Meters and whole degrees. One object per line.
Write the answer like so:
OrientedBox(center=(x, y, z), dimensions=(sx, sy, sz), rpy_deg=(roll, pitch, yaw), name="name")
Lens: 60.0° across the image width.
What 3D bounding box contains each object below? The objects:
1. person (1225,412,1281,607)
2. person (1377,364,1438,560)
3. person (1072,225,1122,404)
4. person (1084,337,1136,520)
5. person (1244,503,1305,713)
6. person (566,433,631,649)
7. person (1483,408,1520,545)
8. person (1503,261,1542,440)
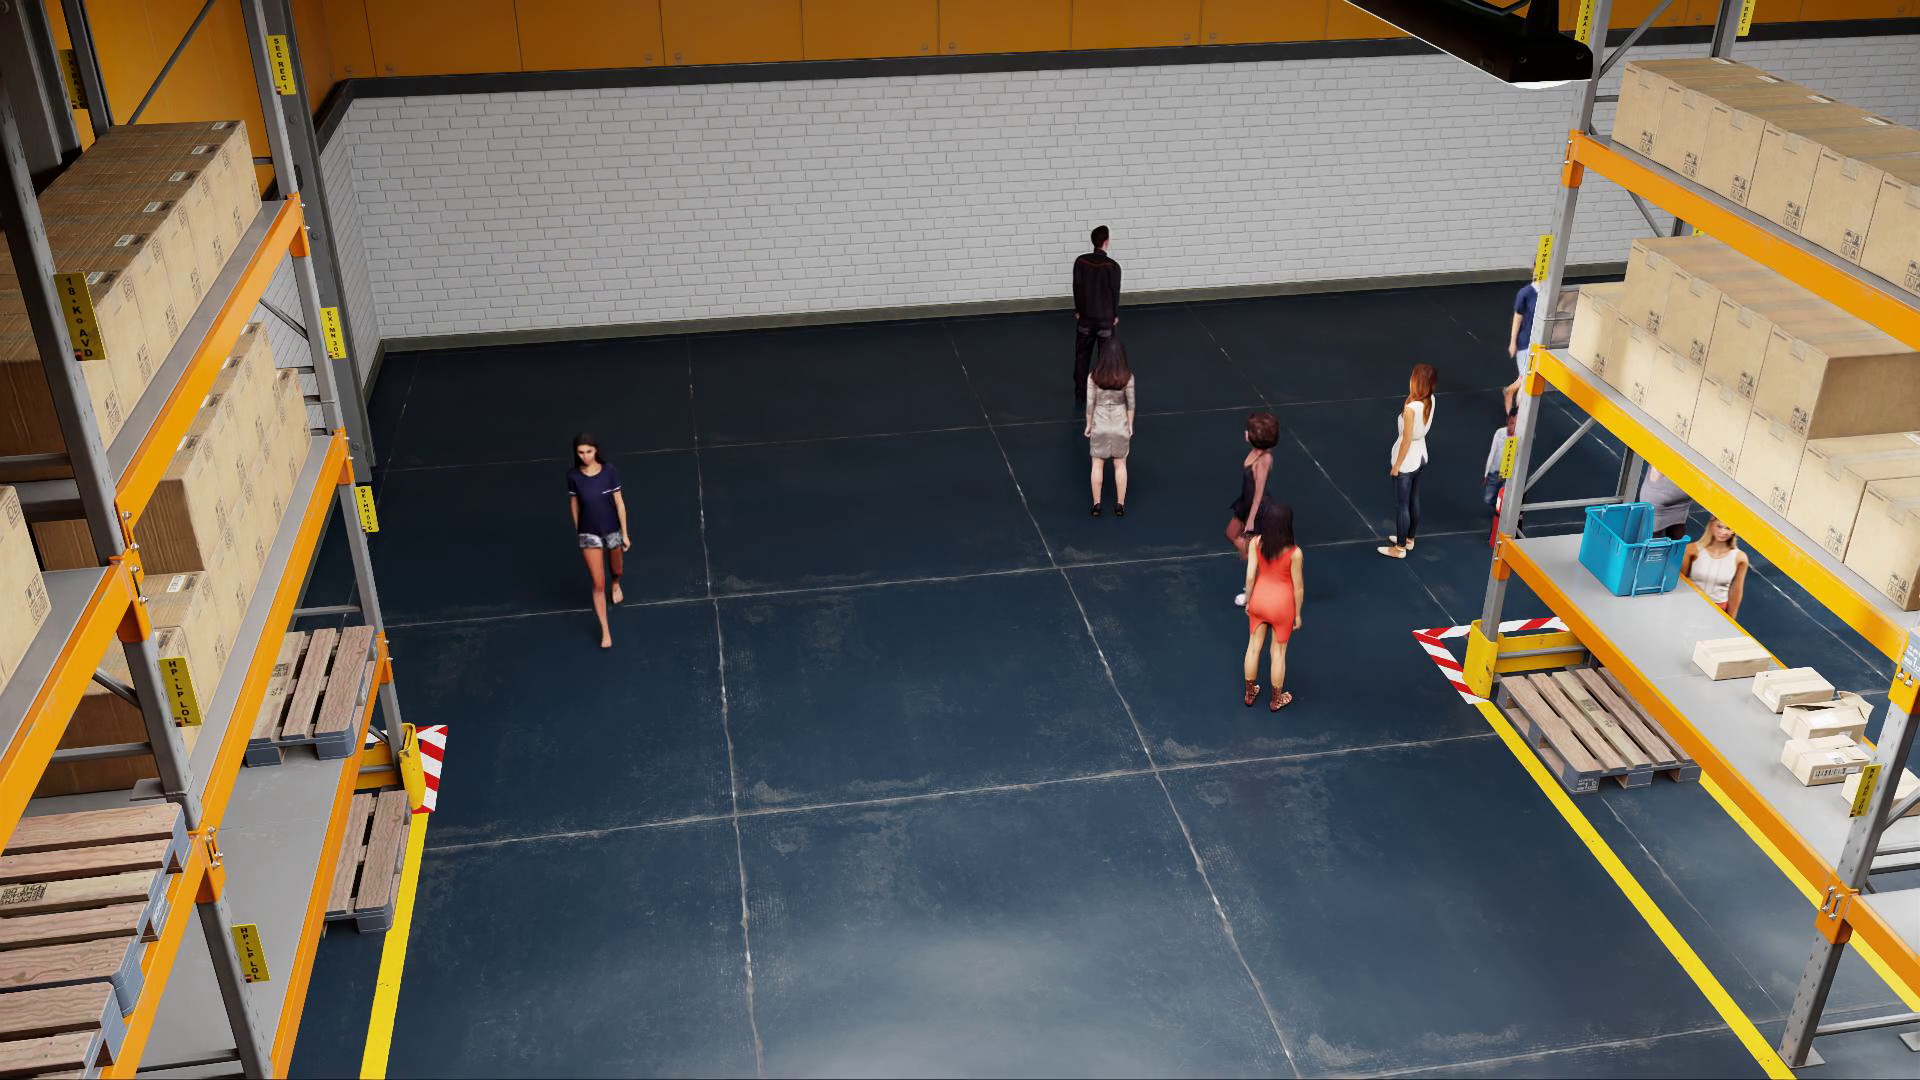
OrientedBox(center=(2.485, -0.232, 13.537), dimensions=(0.701, 1.777, 0.603), rpy_deg=(0, 29, 1), name="person")
OrientedBox(center=(3.896, -0.680, 14.348), dimensions=(0.721, 1.785, 0.681), rpy_deg=(23, 36, 35), name="person")
OrientedBox(center=(1.424, -2.322, 17.223), dimensions=(0.777, 1.915, 0.812), rpy_deg=(15, 32, 26), name="person")
OrientedBox(center=(1.345, -0.996, 14.970), dimensions=(0.645, 1.746, 0.603), rpy_deg=(3, 29, 5), name="person")
OrientedBox(center=(2.303, 0.493, 12.269), dimensions=(0.671, 1.719, 0.713), rpy_deg=(15, 32, 25), name="person")
OrientedBox(center=(-2.858, -0.081, 13.306), dimensions=(0.639, 1.732, 1.105), rpy_deg=(-7, 29, -13), name="person")
OrientedBox(center=(4.853, -0.614, 14.786), dimensions=(0.754, 1.251, 0.824), rpy_deg=(17, 33, 28), name="person")
OrientedBox(center=(5.732, -1.988, 16.711), dimensions=(0.644, 1.819, 1.085), rpy_deg=(-6, 29, -11), name="person")
